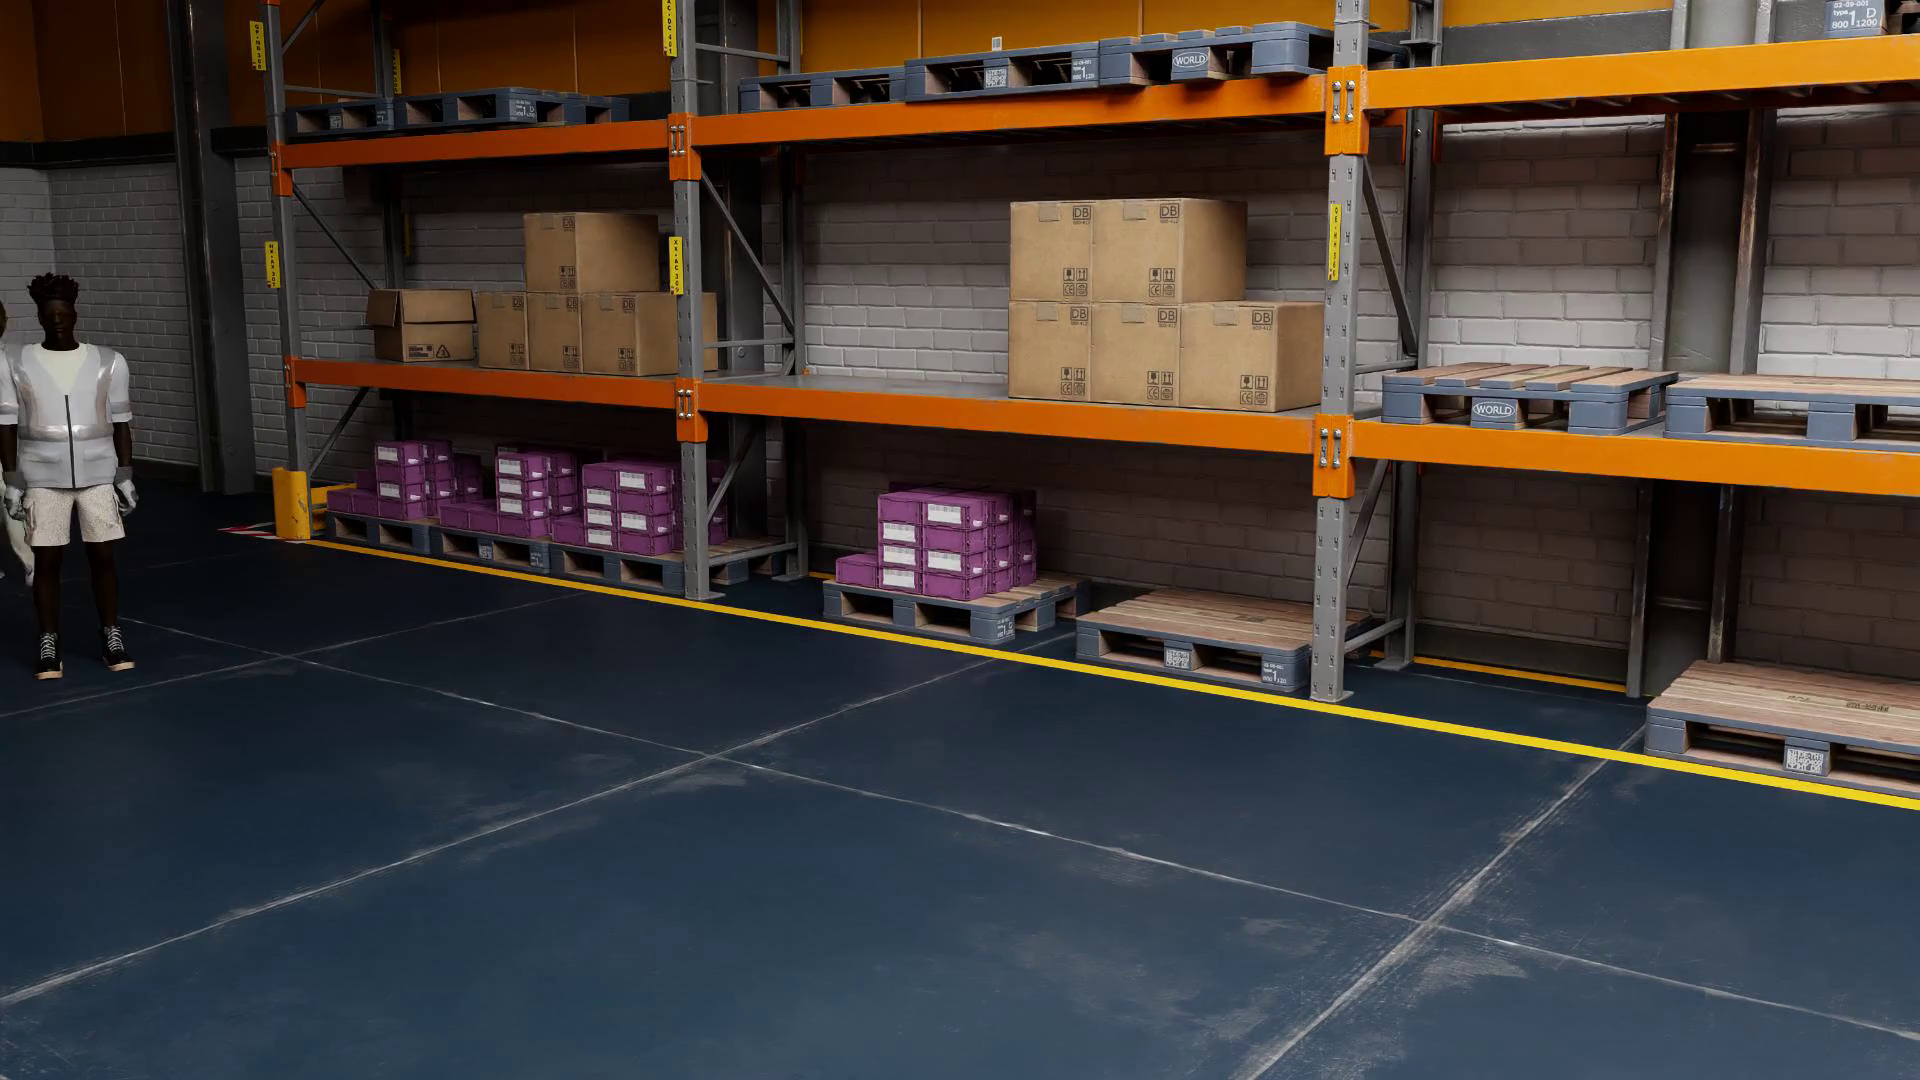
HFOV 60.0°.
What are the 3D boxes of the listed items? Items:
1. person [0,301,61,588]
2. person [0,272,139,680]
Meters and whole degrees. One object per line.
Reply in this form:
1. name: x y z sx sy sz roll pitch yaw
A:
1. person: -5.995 -0.621 10.418 0.979 1.828 0.540 5 11 27
2. person: -4.343 -0.312 8.115 0.606 1.966 0.367 -6 11 -34
